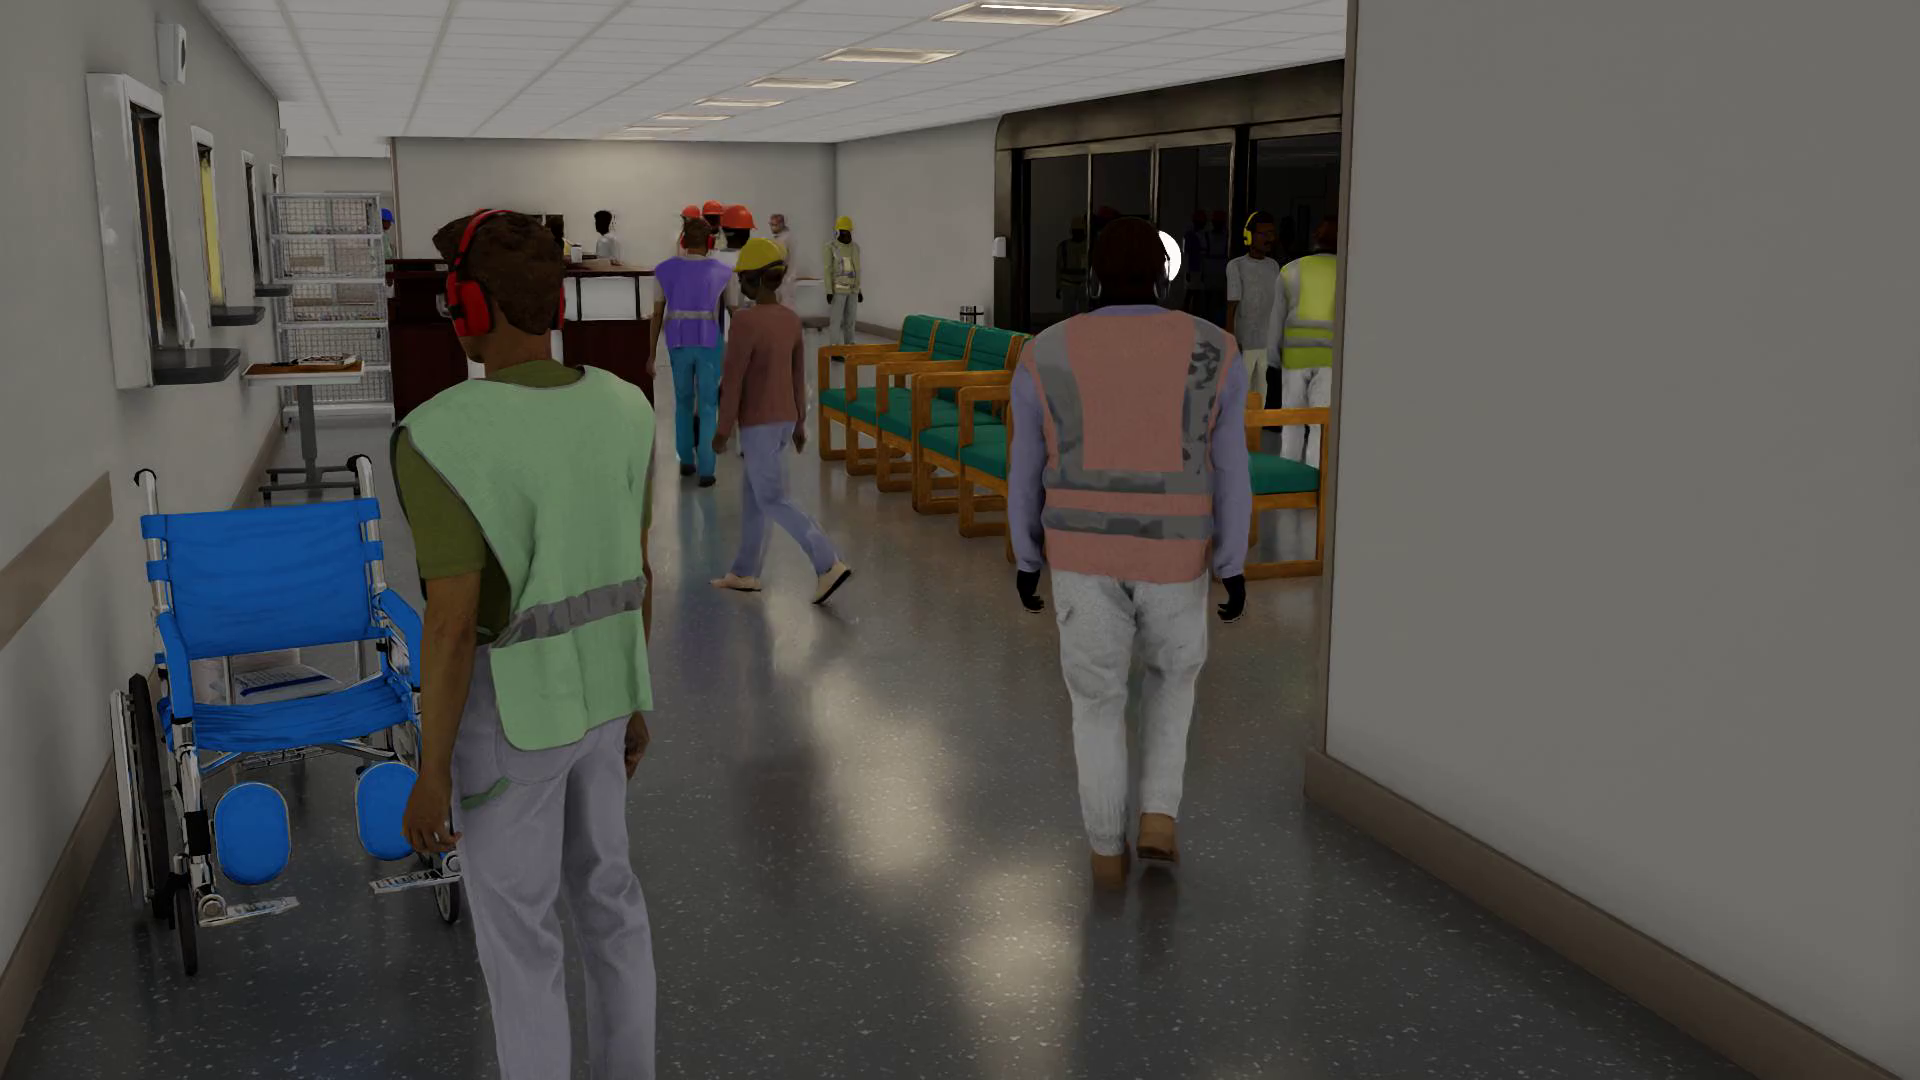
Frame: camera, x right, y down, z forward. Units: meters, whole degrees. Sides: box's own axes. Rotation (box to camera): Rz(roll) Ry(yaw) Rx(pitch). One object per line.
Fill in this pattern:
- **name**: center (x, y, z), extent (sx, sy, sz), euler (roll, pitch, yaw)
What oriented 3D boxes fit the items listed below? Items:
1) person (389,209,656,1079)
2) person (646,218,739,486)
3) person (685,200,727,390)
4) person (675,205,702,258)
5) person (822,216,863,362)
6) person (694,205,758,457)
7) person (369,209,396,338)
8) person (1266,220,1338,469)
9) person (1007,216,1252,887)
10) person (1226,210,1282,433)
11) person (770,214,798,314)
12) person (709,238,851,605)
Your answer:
- **person**: center (-0.751, 0.340, 3.004), extent (0.376, 1.841, 0.573), euler (6, 13, 29)
- **person**: center (-1.824, -1.301, 11.508), extent (0.646, 1.809, 0.743), euler (0, 11, -1)
- **person**: center (-2.614, -2.589, 17.641), extent (0.611, 1.997, 0.375), euler (-2, 11, -10)
- **person**: center (-3.658, -3.557, 22.664), extent (0.435, 1.978, 0.629), euler (-6, 13, -30)
- **person**: center (-1.462, -3.183, 21.111), extent (0.404, 1.831, 0.600), euler (10, 15, 43)
- **person**: center (-1.725, -1.558, 12.544), extent (0.548, 1.918, 0.660), euler (8, 14, 37)
- **person**: center (-8.632, -3.983, 24.948), extent (0.401, 1.938, 0.602), euler (-7, 13, -32)
- **person**: center (2.317, -1.141, 10.701), extent (0.639, 1.805, 0.836), euler (3, 12, 17)
- **person**: center (0.452, 0.049, 4.531), extent (0.657, 1.828, 0.454), euler (1, 11, 4)
- **person**: center (2.010, -1.302, 11.367), extent (0.533, 1.869, 0.311), euler (-9, 15, -40)
- **person**: center (-2.683, -4.069, 25.583), extent (0.501, 1.866, 0.684), euler (0, 11, -1)
- **person**: center (-0.868, -0.562, 7.911), extent (0.831, 1.738, 0.522), euler (5, 12, 24)
